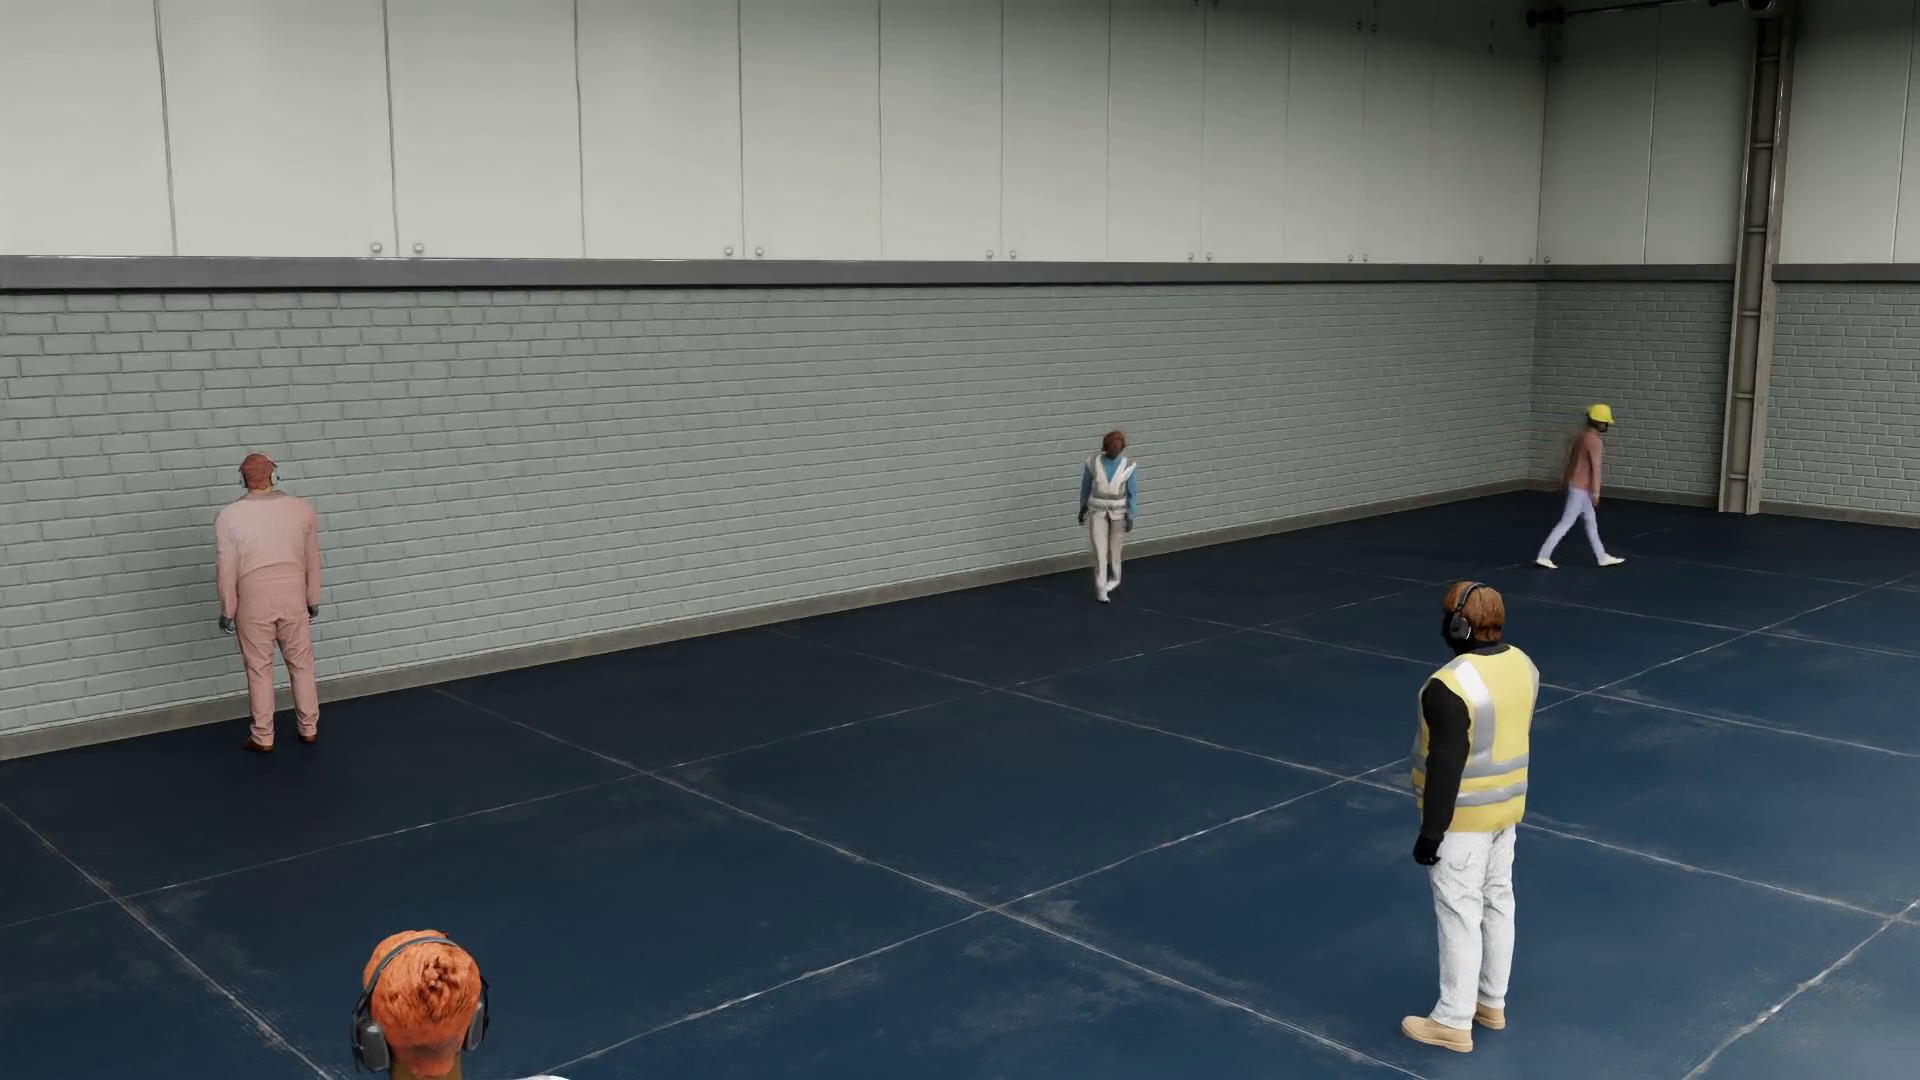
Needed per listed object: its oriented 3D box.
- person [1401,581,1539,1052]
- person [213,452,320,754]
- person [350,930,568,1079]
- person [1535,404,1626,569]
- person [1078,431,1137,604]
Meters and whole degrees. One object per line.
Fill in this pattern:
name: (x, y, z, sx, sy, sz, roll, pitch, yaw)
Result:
person: (1.982, 1.074, 6.524, 0.624, 1.845, 0.430, -8, 12, -41)
person: (-4.386, 0.395, 10.544, 0.643, 1.905, 0.399, -8, 12, -41)
person: (-0.924, 1.619, 3.013, 0.575, 1.882, 0.360, -8, 12, -41)
person: (6.319, -0.535, 16.923, 0.926, 1.696, 0.577, 0, 9, 1)
person: (1.372, -0.239, 15.480, 0.550, 1.578, 0.836, 1, 9, 8)
